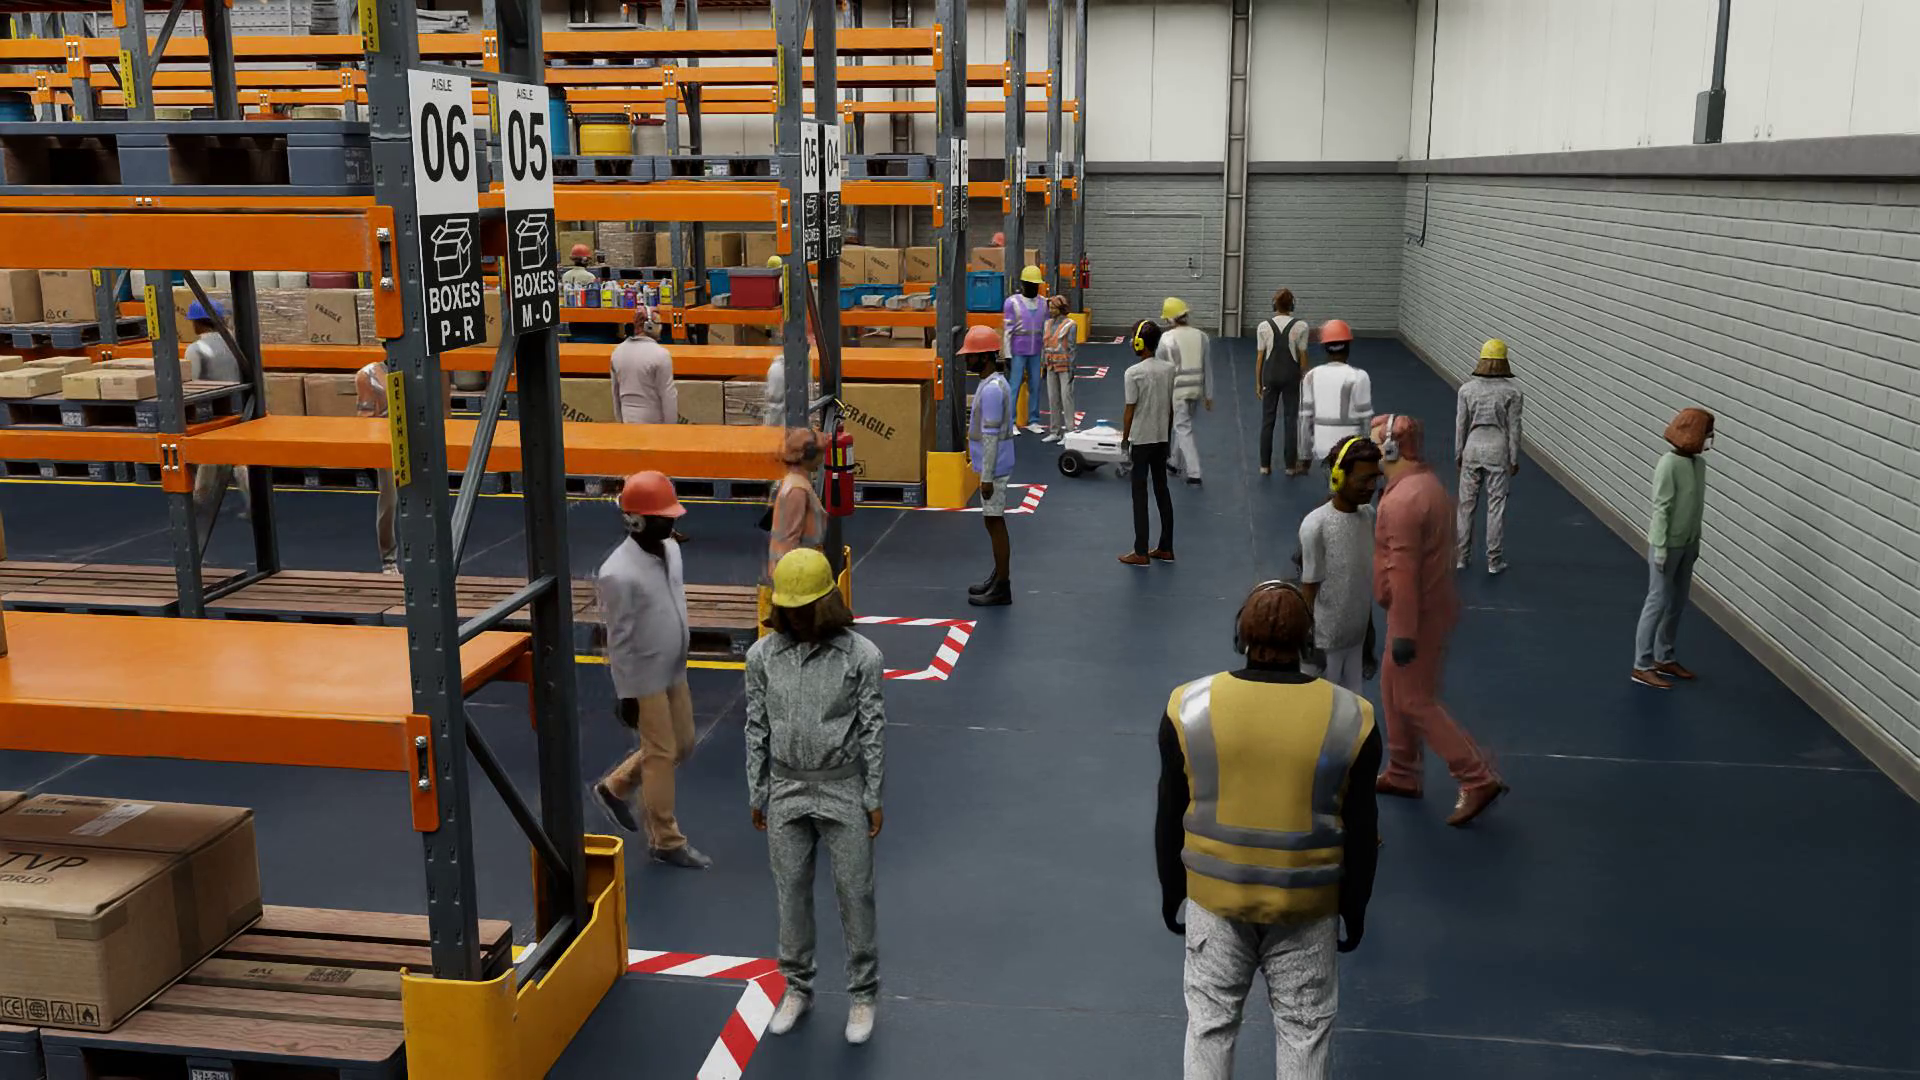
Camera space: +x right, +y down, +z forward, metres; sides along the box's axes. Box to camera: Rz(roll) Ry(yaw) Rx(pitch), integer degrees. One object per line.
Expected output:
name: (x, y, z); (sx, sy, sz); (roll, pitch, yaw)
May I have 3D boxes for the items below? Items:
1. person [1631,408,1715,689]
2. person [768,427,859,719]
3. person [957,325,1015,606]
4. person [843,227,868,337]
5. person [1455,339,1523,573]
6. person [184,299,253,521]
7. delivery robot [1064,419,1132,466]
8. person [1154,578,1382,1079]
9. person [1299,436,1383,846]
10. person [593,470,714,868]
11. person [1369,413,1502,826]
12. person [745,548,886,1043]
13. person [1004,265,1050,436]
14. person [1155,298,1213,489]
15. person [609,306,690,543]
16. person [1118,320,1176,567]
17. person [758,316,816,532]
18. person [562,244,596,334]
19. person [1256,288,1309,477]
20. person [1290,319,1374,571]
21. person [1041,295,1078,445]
person: (4.151, 0.039, 9.646); (0.503, 1.628, 0.283); (-11, 16, -40)
person: (-0.764, 0.200, 8.950); (0.713, 1.600, 0.570); (-2, 13, -9)
person: (0.178, -0.509, 11.444); (0.400, 1.928, 0.542); (0, 12, 1)
person: (-1.858, -4.330, 28.419); (0.688, 2.000, 0.536); (-4, 13, -18)
person: (3.936, -0.627, 12.407); (0.483, 1.737, 0.321); (8, 15, 33)
person: (-6.361, -1.099, 14.172); (0.998, 1.901, 0.617); (2, 13, 8)
delivery robot: (1.387, -0.933, 16.245); (0.707, 0.478, 0.477); (6, 14, 27)
person: (0.870, 1.013, 4.781); (0.627, 1.837, 0.429); (3, 13, 13)
person: (1.647, 0.468, 7.193); (0.517, 1.857, 0.342); (-12, 17, -43)
person: (-1.350, 0.548, 7.095); (0.556, 1.733, 0.576); (4, 13, 17)
person: (2.190, 0.354, 7.698); (0.695, 1.865, 0.667); (5, 13, 21)
person: (-0.497, 0.867, 5.664); (0.490, 1.733, 0.317); (2, 13, 10)
person: (0.775, -2.142, 18.832); (0.595, 1.916, 0.398); (-6, 14, -25)
person: (2.069, -1.403, 15.800); (0.593, 1.773, 0.902); (-8, 15, -32)
person: (-2.479, -0.914, 13.316); (0.639, 1.904, 0.402); (9, 15, 36)
person: (1.420, -0.729, 12.586); (0.509, 1.862, 0.321); (-9, 15, -36)
person: (-1.343, -0.832, 12.964); (0.620, 1.898, 0.554); (5, 13, 21)
person: (-5.072, -2.976, 22.404); (0.612, 1.997, 0.375); (8, 15, 32)
person: (3.144, -1.535, 16.268); (0.504, 1.838, 0.350); (4, 13, 18)
person: (2.749, -0.672, 12.287); (0.930, 1.894, 0.587); (-10, 16, -38)
person: (1.090, -1.858, 18.199); (0.311, 1.632, 0.526); (-10, 16, -38)
